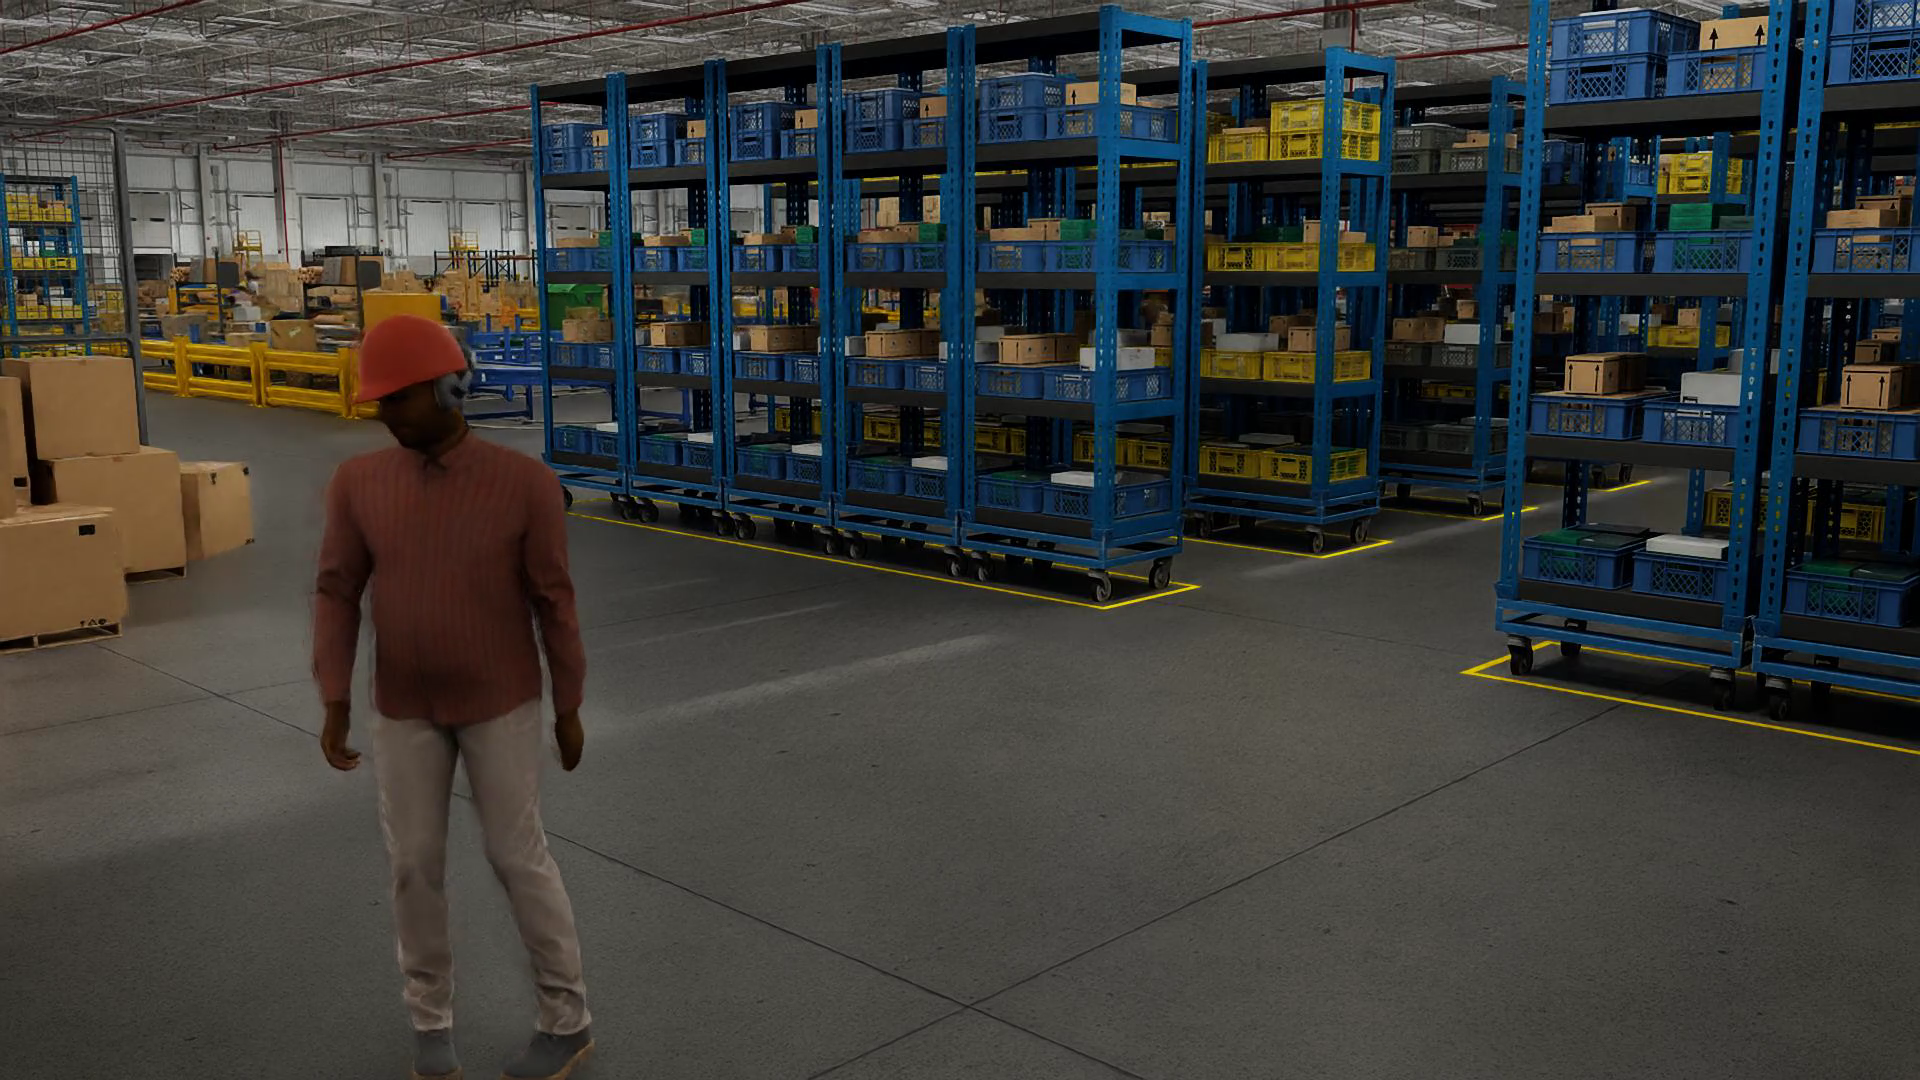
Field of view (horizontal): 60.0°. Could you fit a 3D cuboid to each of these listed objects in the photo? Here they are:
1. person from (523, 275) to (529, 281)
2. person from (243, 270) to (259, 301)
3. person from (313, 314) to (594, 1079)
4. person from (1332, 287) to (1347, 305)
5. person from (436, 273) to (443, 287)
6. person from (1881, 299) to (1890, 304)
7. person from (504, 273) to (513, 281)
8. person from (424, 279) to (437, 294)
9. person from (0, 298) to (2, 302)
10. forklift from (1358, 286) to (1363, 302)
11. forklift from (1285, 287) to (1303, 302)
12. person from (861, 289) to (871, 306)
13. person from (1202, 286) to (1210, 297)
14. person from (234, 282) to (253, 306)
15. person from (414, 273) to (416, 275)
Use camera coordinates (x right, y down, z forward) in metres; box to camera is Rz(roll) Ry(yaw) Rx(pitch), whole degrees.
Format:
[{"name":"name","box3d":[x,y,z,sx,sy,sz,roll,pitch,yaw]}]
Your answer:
[{"name":"person","box3d":[-24.717,-14.247,94.801,0.320,1.734,0.484,-9,13,-44]},{"name":"person","box3d":[-24.034,-8.121,56.302,0.535,2.000,0.709,-7,11,-35]},{"name":"person","box3d":[-1.290,0.417,4.201,0.638,1.961,0.467,1,9,5]},{"name":"person","box3d":[5.731,-2.910,24.761,0.402,1.911,0.639,-9,13,-44]},{"name":"person","box3d":[-19.011,-8.883,61.374,0.758,1.915,0.625,-5,10,-27]},{"name":"person","box3d":[25.044,-6.062,44.642,0.658,1.723,0.389,2,10,13]},{"name":"person","box3d":[-25.611,-14.243,94.512,0.505,1.814,0.786,1,9,5]},{"name":"person","box3d":[-12.890,-5.419,40.400,0.956,1.818,0.538,-5,10,-28]},{"name":"person","box3d":[-45.395,-11.579,78.189,0.445,1.830,0.627,0,9,0]},{"name":"forklift","box3d":[11.100,-7.017,46.970,1.873,2.768,1.129,9,13,43]},{"name":"forklift","box3d":[10.313,-7.617,50.648,1.873,2.768,1.129,9,13,43]},{"name":"person","box3d":[-3.627,-9.094,62.726,0.554,1.888,0.974,-4,10,-21]},{"name":"person","box3d":[7.236,-6.880,49.137,0.604,1.893,1.012,-3,10,-17]},{"name":"person","box3d":[-19.032,-5.989,44.212,0.563,1.717,0.911,0,9,-1]},{"name":"person","box3d":[-28.777,-13.129,87.553,0.333,1.865,0.520,-9,13,-44]}]
